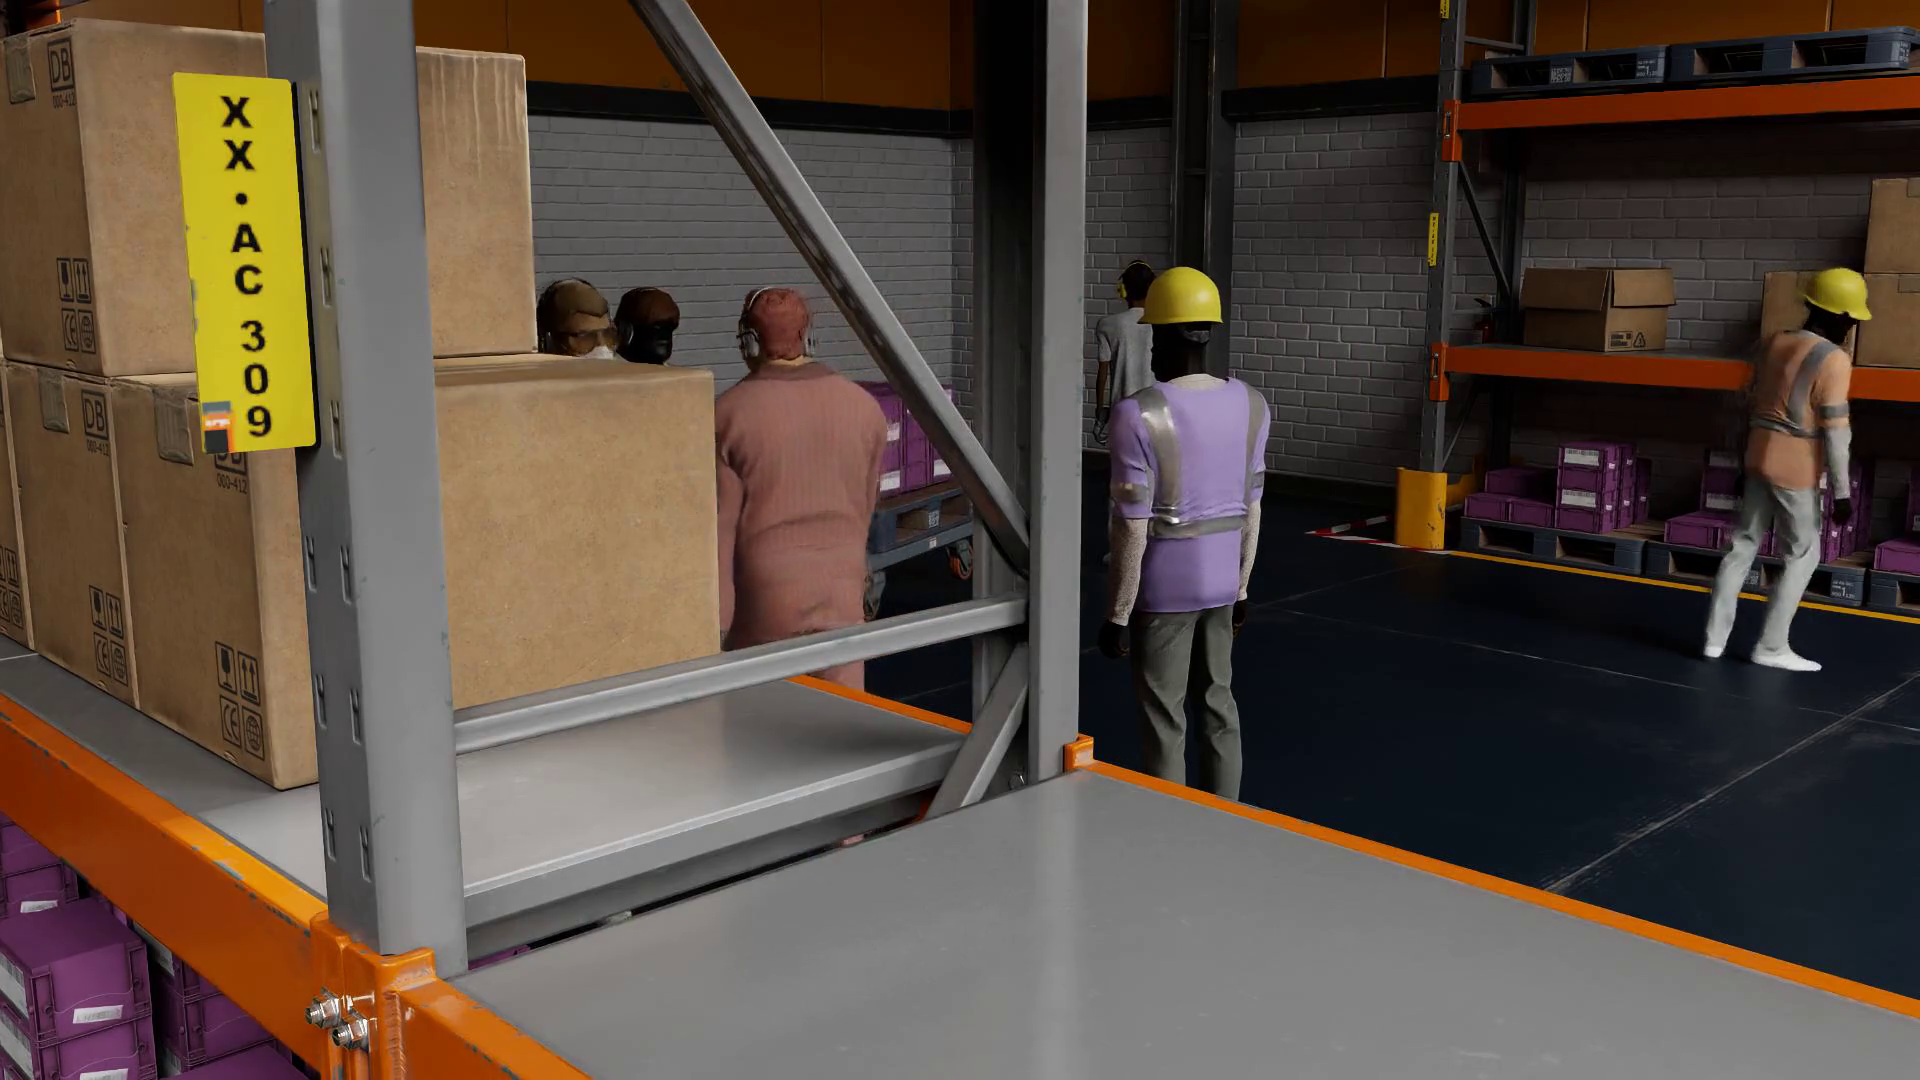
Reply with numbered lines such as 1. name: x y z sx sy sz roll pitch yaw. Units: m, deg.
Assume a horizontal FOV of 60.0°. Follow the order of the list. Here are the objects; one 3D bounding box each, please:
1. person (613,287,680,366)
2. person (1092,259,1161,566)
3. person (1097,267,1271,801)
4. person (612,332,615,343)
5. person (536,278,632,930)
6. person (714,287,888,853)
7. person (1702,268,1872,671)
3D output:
1. person: -1.147 -0.002 6.116 0.430 1.838 0.624 4 11 23
2. person: 1.067 -0.755 10.114 0.526 1.876 0.324 1 10 3
3. person: 0.666 0.144 5.070 0.587 1.928 0.363 -7 13 -35
4. person: -1.934 -0.486 9.370 0.537 1.610 0.661 9 14 41
5. person: -1.097 0.220 4.704 0.811 1.916 0.638 10 15 44
6. person: -0.566 0.158 5.172 0.644 1.857 0.992 -5 12 -26
7. person: 3.803 -0.311 7.709 0.494 1.878 0.669 -2 11 -11
